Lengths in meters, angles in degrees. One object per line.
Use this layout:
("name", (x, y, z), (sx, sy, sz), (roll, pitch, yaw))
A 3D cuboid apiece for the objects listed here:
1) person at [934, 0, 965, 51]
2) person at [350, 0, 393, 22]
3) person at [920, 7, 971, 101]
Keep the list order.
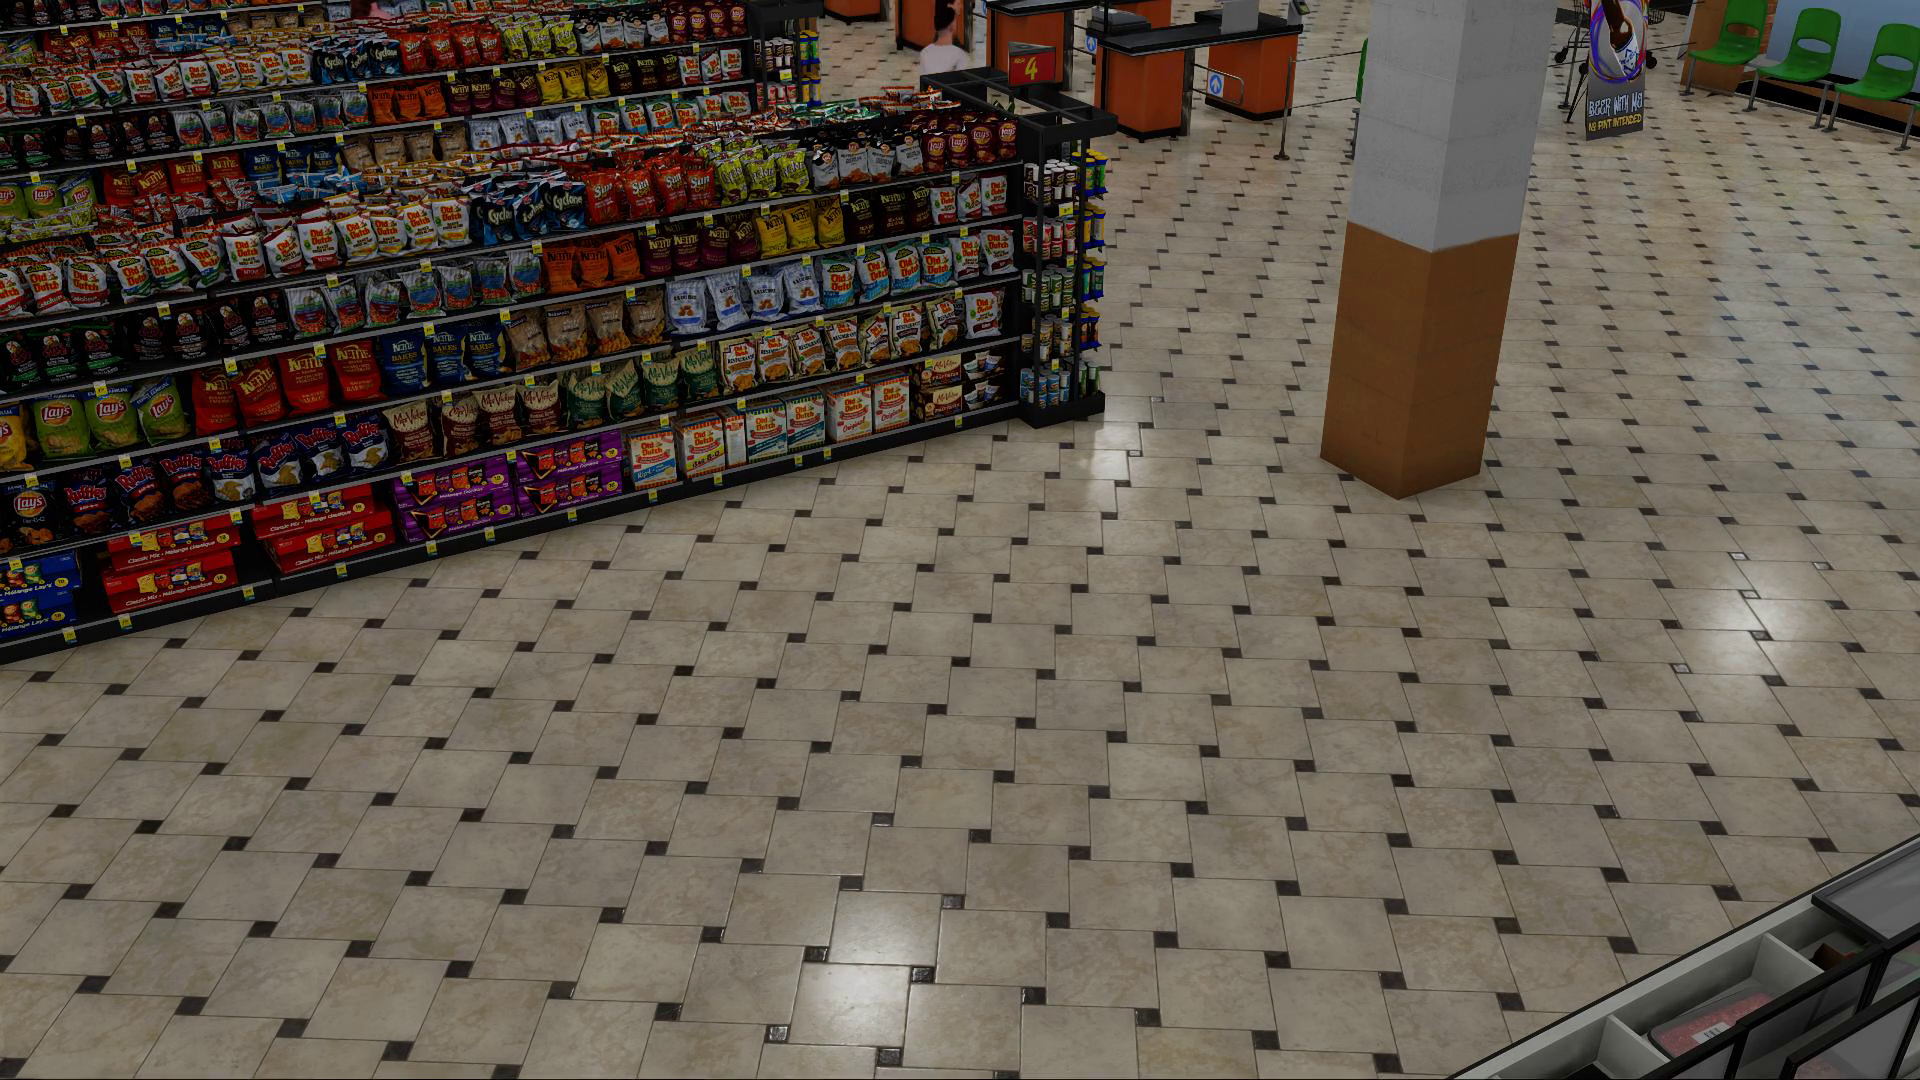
("person", (-0.207, -4.156, 15.427), (1.212, 1.713, 0.981), (-1, 29, -1))
("person", (-5.462, -4.353, 15.696), (0.742, 1.802, 0.591), (21, 35, 33))
("person", (-0.116, -3.659, 14.406), (0.900, 1.819, 1.110), (23, 36, 35))
